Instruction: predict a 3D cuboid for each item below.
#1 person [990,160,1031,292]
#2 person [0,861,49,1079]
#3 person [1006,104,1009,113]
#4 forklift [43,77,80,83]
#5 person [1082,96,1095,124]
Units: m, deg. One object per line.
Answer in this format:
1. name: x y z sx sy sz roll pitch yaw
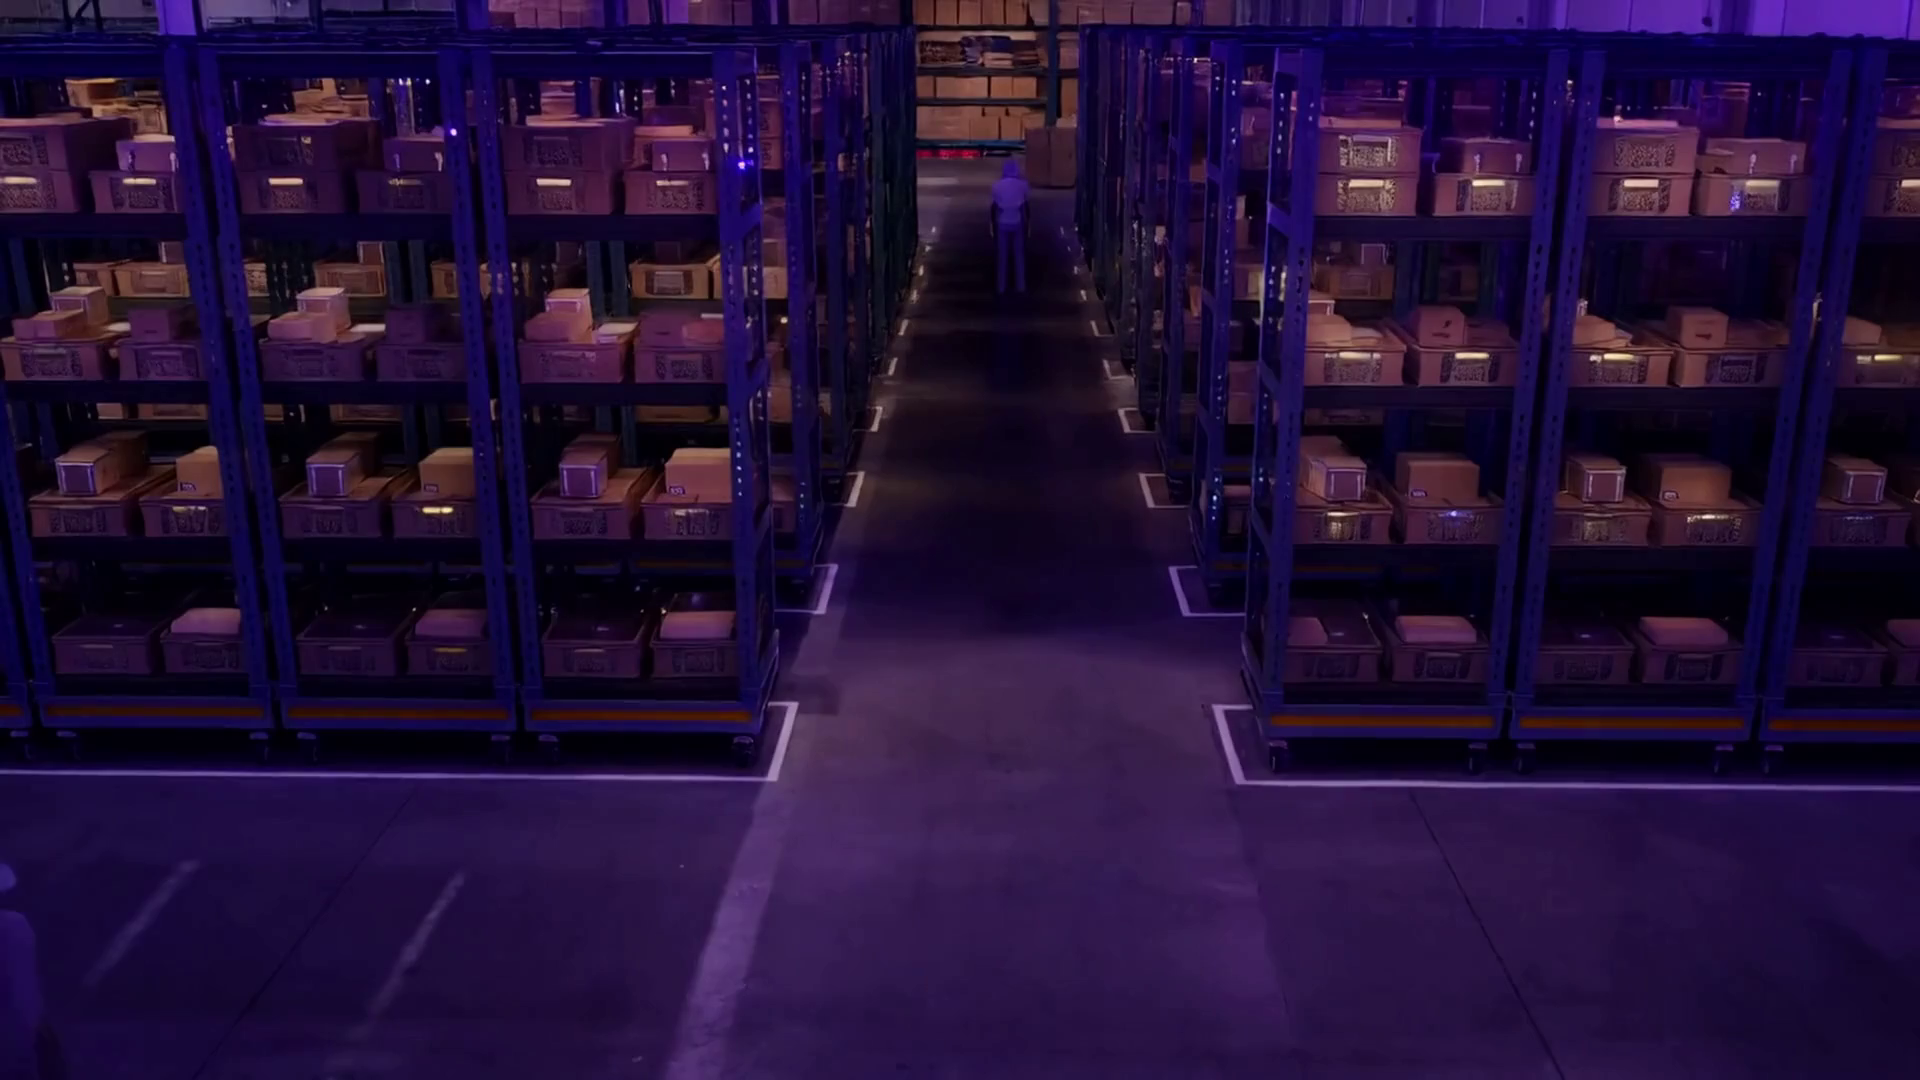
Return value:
1. person: 0.708 -4.412 23.409 0.564 1.839 0.390 0 17 1
2. person: -2.556 1.561 4.224 1.052 1.940 0.595 7 19 22
3. person: 1.440 -12.432 48.824 0.542 1.931 0.366 0 17 1
4. forklift: -23.891 -11.548 44.443 1.129 2.768 1.873 -6 18 -18
5. person: 3.297 -10.045 41.263 0.640 1.904 0.409 0 17 1
